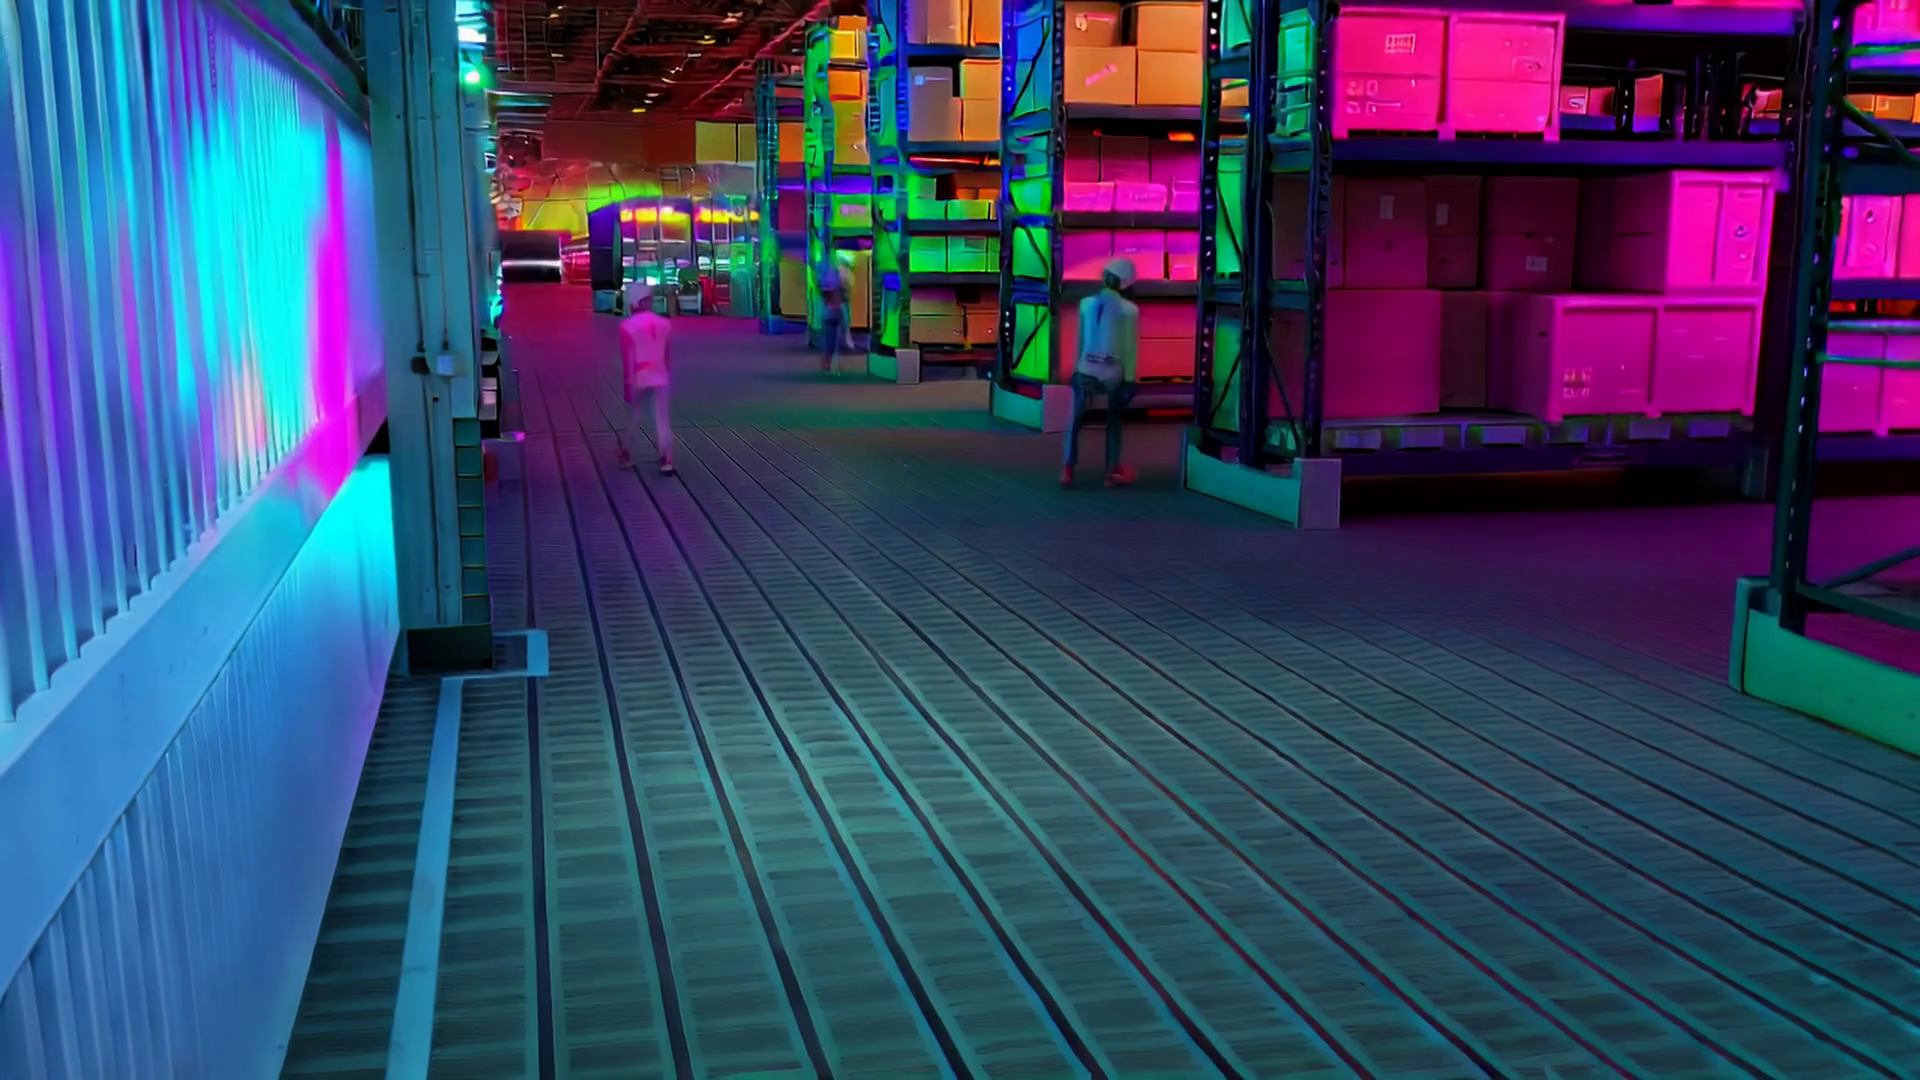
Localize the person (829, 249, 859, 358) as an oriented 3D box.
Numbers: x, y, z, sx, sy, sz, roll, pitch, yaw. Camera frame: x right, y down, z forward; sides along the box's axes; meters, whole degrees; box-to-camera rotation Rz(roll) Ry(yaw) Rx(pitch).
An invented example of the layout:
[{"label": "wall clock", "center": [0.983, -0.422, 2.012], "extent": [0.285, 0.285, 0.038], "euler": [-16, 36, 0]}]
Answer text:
[{"label": "person", "center": [-2.107, -4.291, 30.251], "extent": [0.703, 1.961, 0.648], "euler": [1, 10, 3]}]

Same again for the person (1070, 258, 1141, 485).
[{"label": "person", "center": [1.195, -1.435, 14.209], "extent": [0.681, 1.938, 0.968], "euler": [6, 12, 31]}]

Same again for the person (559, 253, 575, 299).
[{"label": "person", "center": [-15.061, -10.114, 63.759], "extent": [0.554, 1.780, 0.991], "euler": [-7, 12, -34]}]

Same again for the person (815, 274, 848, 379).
[{"label": "person", "center": [-1.984, -3.313, 25.716], "extent": [0.520, 1.604, 0.813], "euler": [-2, 10, -11]}]

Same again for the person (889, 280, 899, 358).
[{"label": "person", "center": [-1.082, -4.145, 30.147], "extent": [0.921, 1.716, 0.537], "euler": [3, 10, 17]}]

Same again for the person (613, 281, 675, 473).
[{"label": "person", "center": [-2.849, -1.470, 15.009], "extent": [0.578, 1.696, 0.875], "euler": [-7, 12, -35]}]
